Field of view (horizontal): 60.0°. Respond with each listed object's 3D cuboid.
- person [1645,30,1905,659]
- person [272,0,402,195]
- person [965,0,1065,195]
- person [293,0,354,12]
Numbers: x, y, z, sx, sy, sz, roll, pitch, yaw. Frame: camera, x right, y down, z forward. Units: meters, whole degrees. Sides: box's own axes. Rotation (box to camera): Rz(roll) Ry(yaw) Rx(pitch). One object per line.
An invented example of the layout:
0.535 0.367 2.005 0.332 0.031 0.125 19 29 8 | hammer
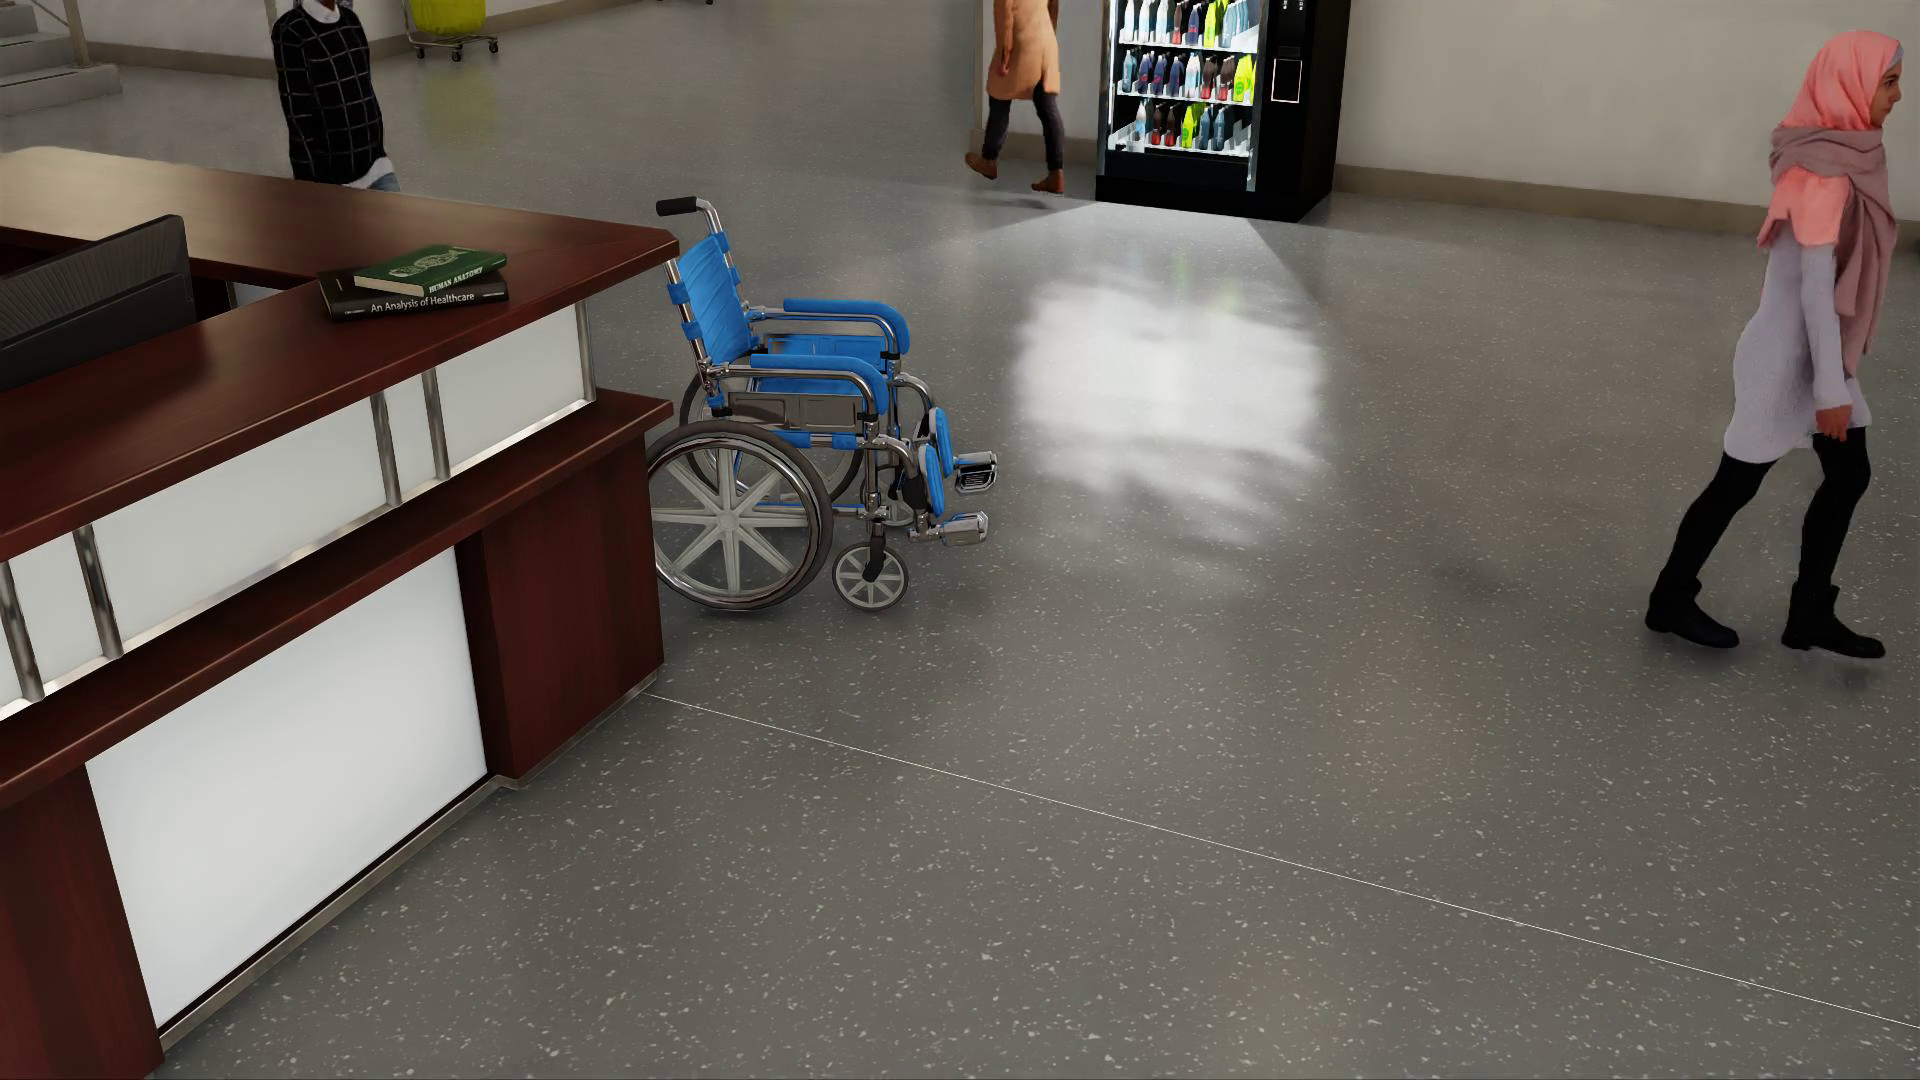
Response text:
2.209 -0.485 4.635 0.918 1.782 0.729 18 31 33 | person
-2.538 -1.456 6.640 1.171 1.790 0.732 10 27 19 | person
0.432 -2.801 9.503 1.019 1.684 1.213 -17 31 -31 | person
-3.875 -3.143 10.205 0.496 1.733 0.693 15 30 29 | person
